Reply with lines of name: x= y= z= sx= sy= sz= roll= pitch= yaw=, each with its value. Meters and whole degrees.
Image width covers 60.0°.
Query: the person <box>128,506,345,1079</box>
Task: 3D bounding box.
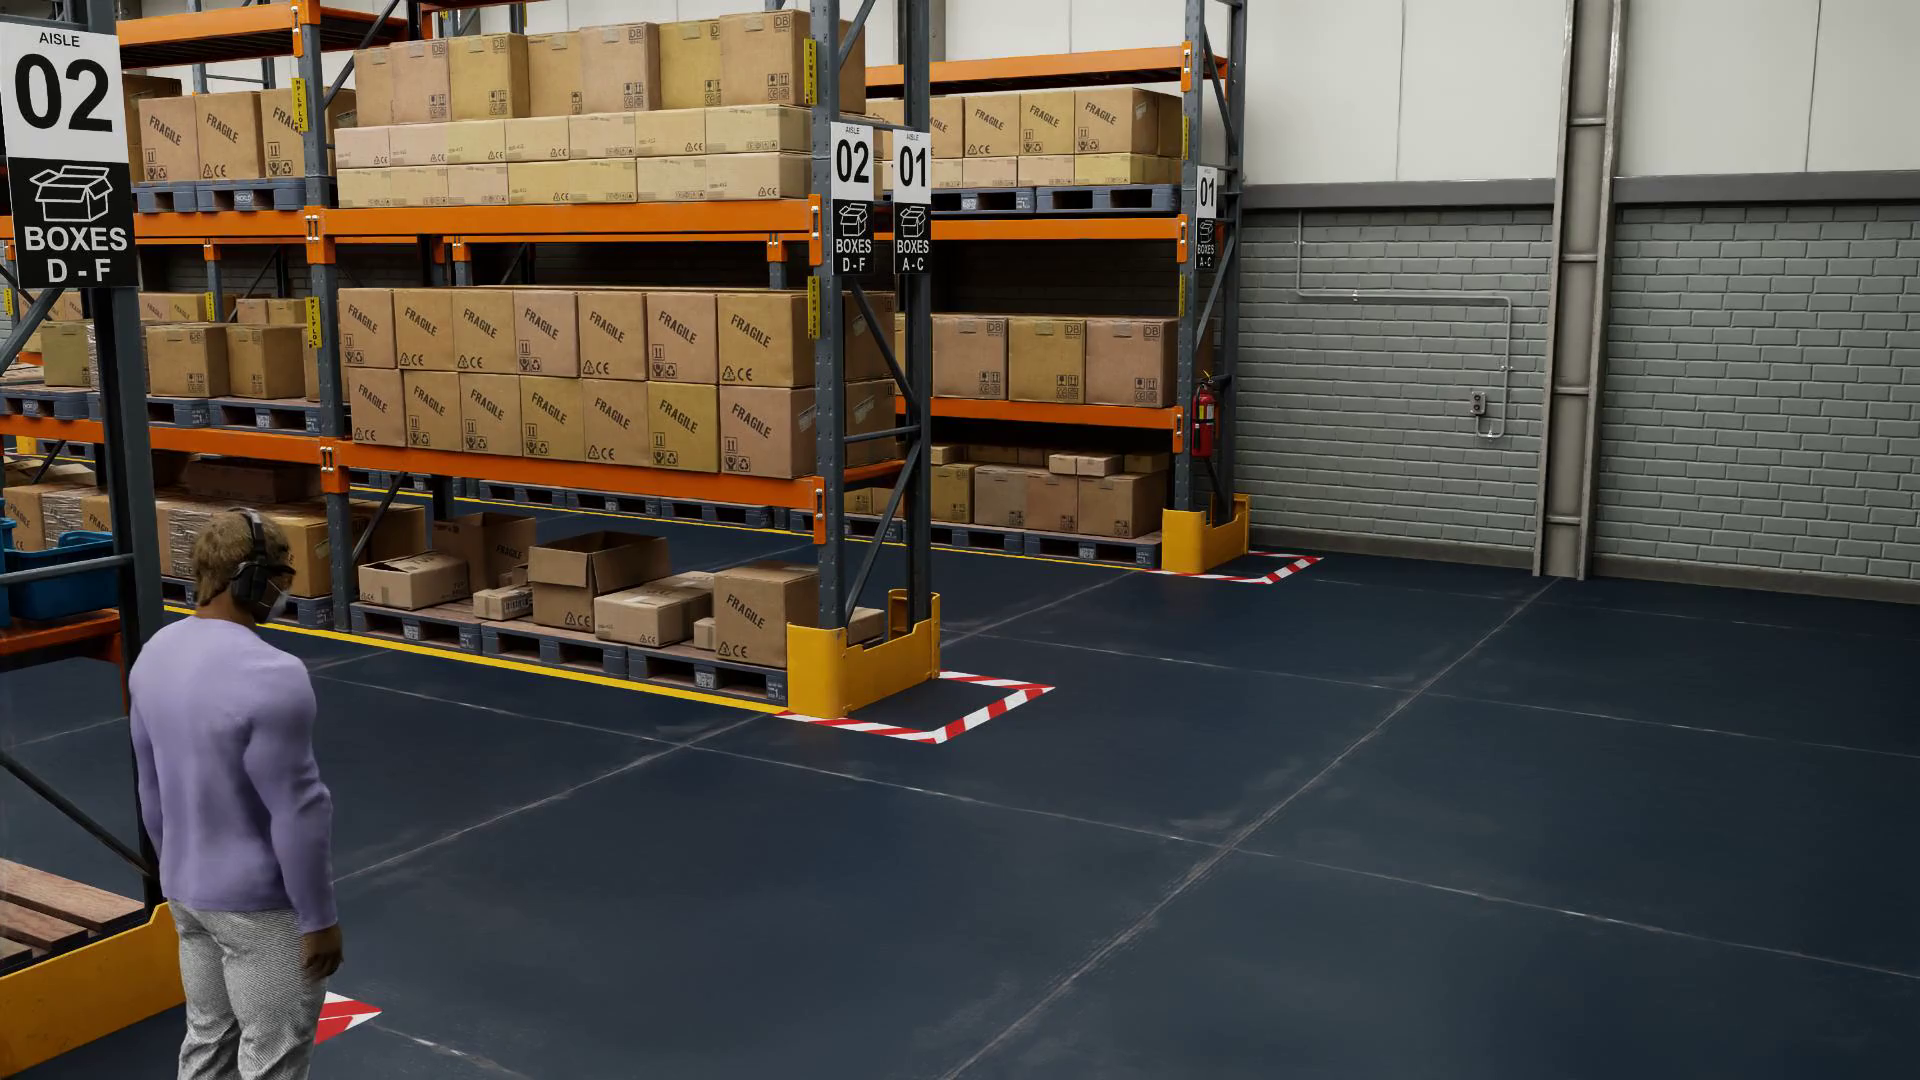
person: x=-1.756 y=0.881 z=4.101 sx=0.628 sy=1.933 sz=0.377 roll=7 pitch=12 yaw=34
